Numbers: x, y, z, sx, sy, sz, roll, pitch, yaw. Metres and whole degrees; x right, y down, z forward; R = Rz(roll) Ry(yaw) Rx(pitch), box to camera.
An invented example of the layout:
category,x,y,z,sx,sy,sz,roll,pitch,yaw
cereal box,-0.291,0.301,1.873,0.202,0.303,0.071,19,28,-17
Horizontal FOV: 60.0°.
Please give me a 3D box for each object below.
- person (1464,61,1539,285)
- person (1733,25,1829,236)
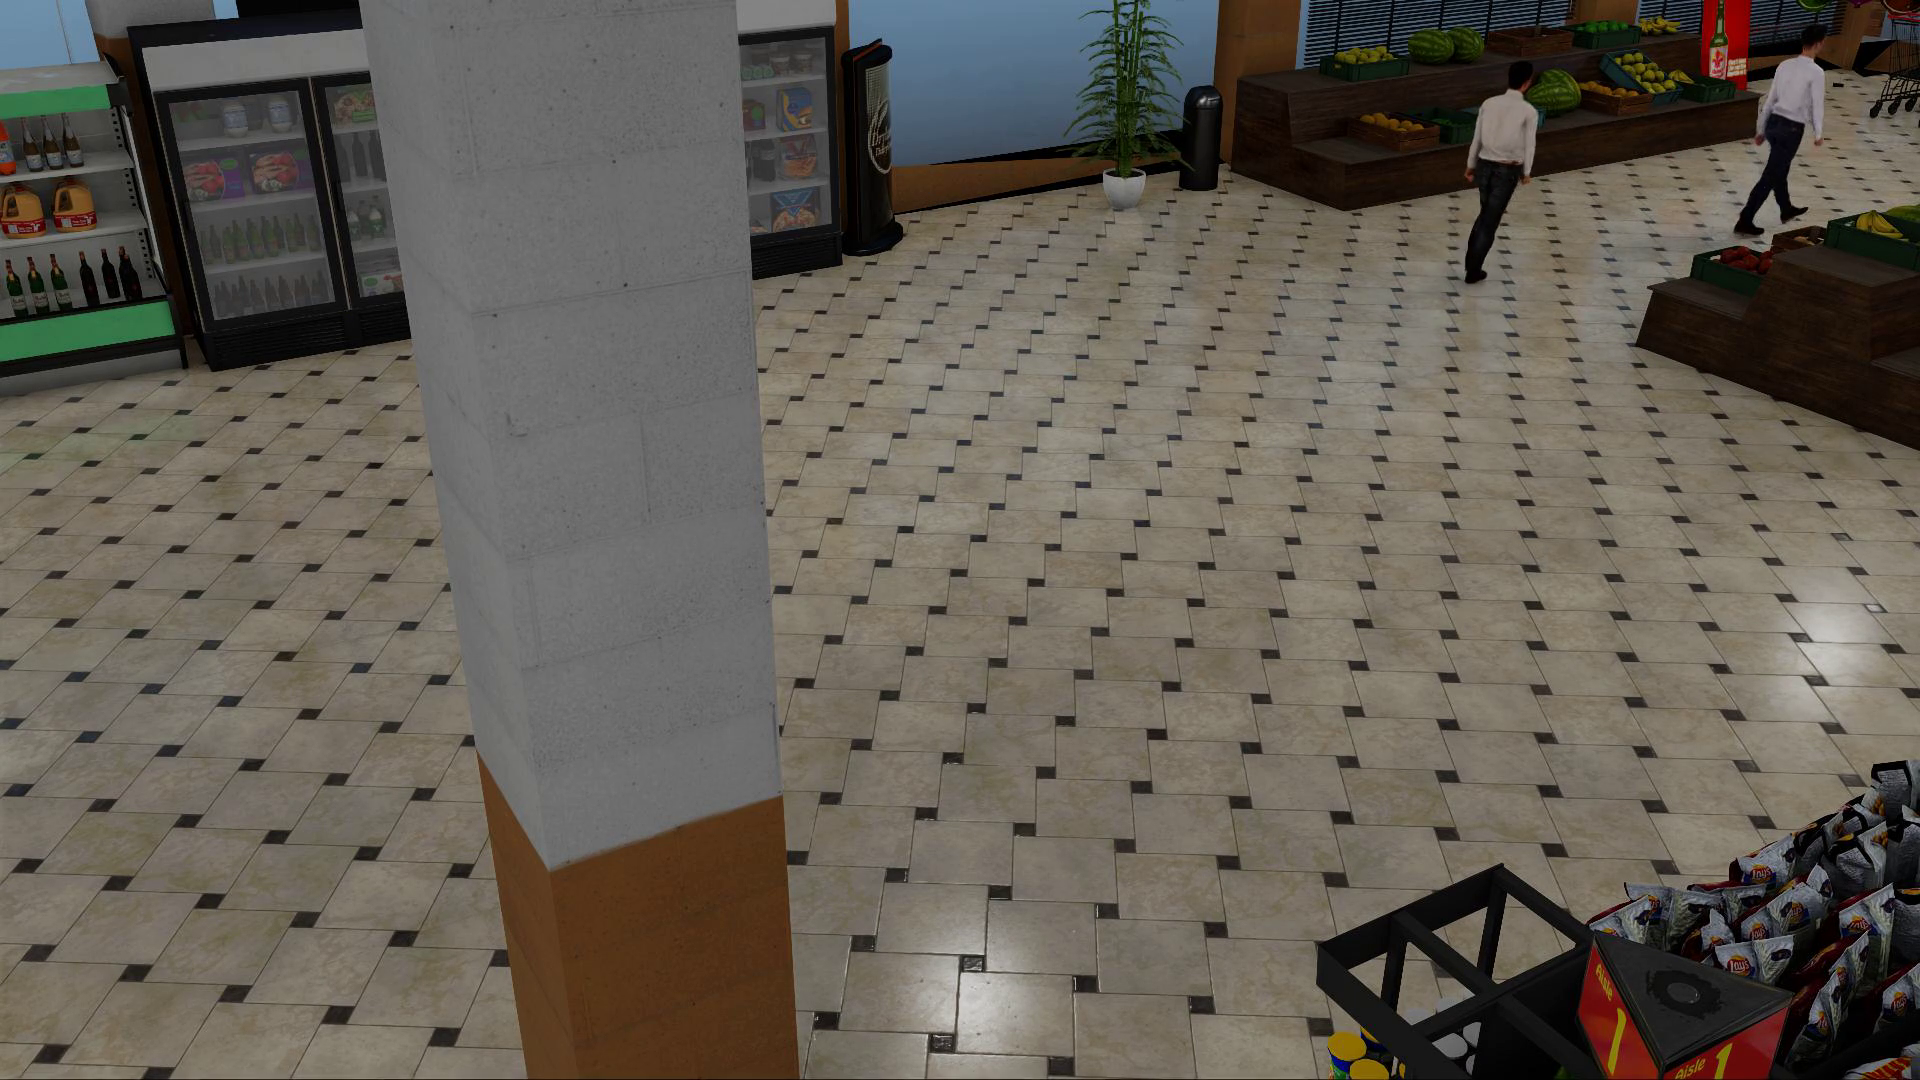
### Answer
category,x,y,z,sx,sy,sz,roll,pitch,yaw
person,4.314,-2.940,13.492,0.713,1.786,0.719,-24,35,-39
person,7.217,-3.580,14.700,1.178,1.833,0.772,-10,28,-18
